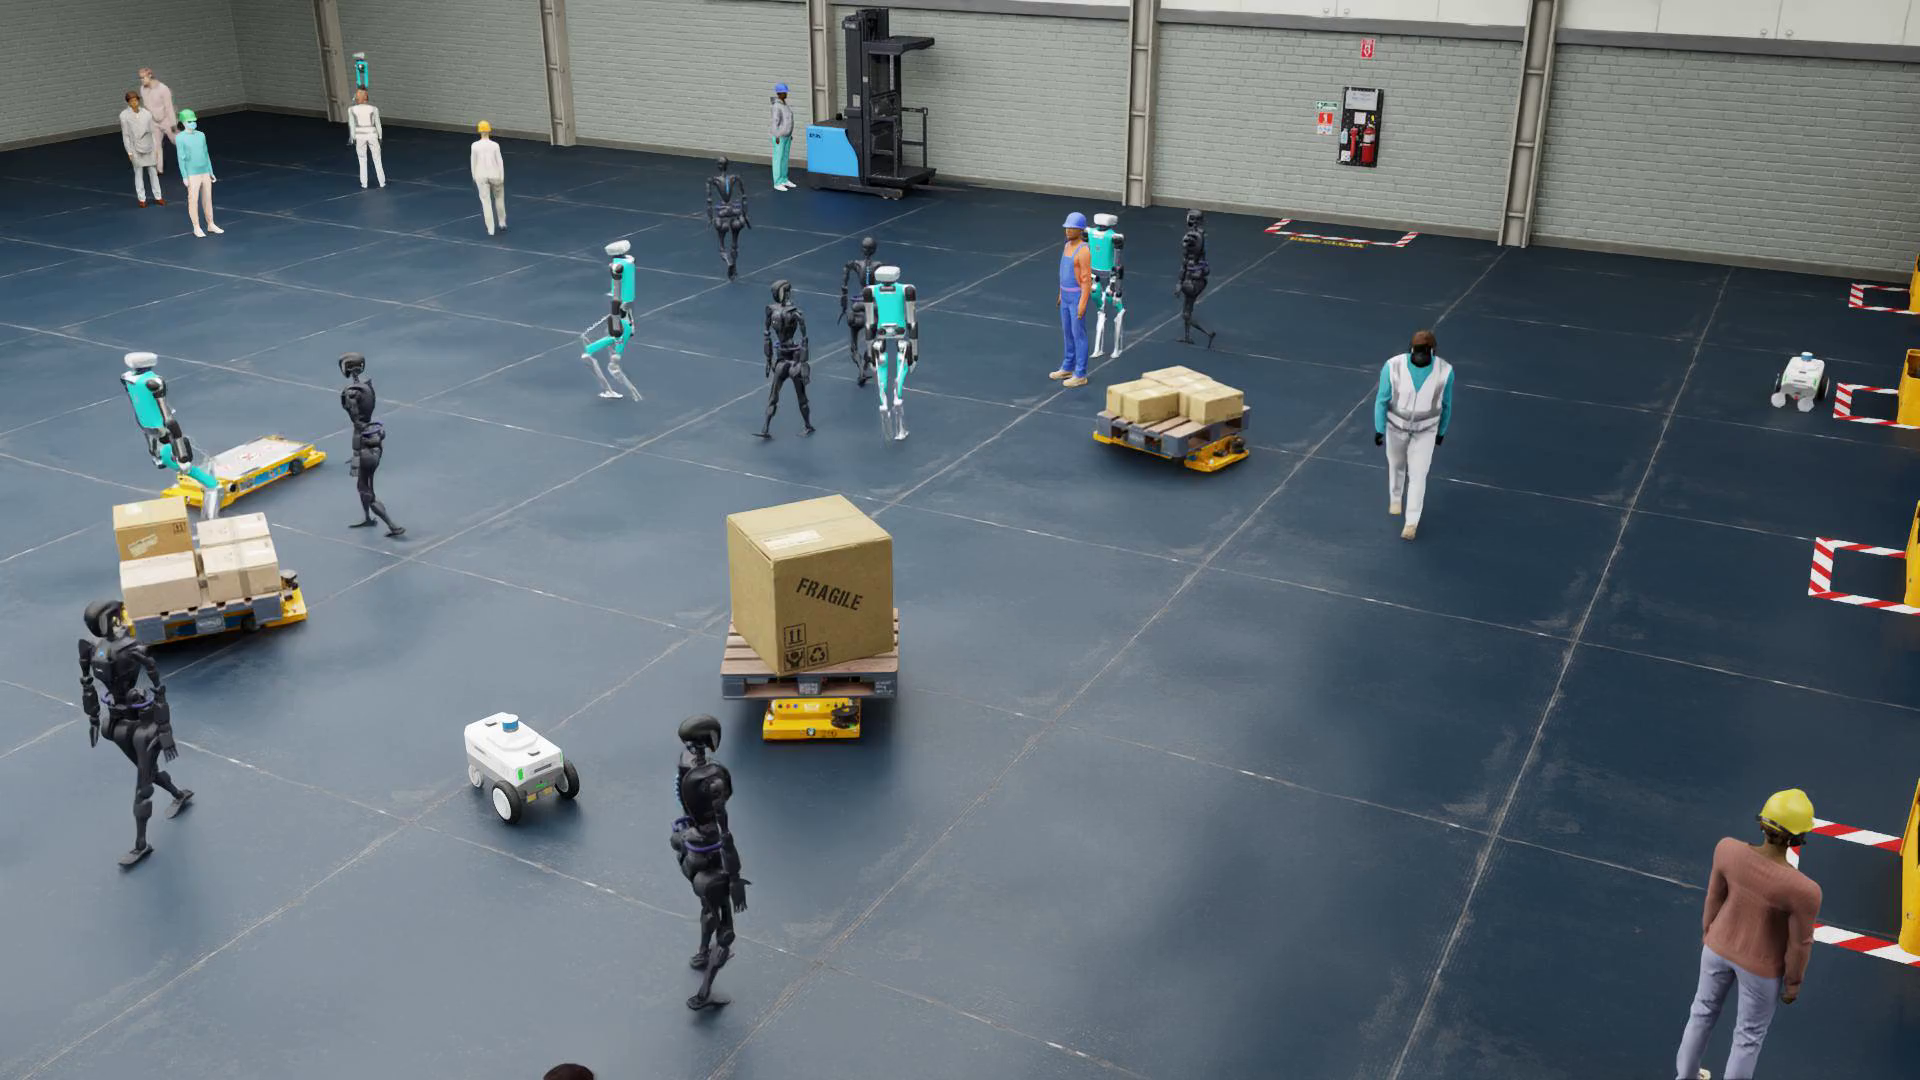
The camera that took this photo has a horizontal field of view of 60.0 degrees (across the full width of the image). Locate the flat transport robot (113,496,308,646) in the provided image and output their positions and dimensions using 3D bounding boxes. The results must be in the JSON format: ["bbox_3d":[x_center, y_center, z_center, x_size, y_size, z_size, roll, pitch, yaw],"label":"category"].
[{"bbox_3d":[-5.830,0.573,12.830,1.431,0.231,0.659,-11,26,-24],"label":"flat transport robot"}]

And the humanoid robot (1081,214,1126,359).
[{"bbox_3d":[1.743,-2.933,19.110,0.567,1.745,0.853,15,27,30],"label":"humanoid robot"}]

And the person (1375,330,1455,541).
[{"bbox_3d":[3.928,-0.968,14.487,0.623,1.799,0.945,7,24,17],"label":"person"}]

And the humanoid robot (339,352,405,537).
[{"bbox_3d":[-5.138,-0.807,14.315,0.539,1.642,0.615,-2,23,-6],"label":"humanoid robot"}]

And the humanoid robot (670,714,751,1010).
[{"bbox_3d":[-1.332,1.630,8.601,0.426,1.637,0.602,-13,27,-28],"label":"humanoid robot"}]

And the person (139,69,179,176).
[{"bbox_3d":[-14.053,-7.341,29.253,0.645,1.861,0.705,8,24,17],"label":"person"}]

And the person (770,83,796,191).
[{"bbox_3d":[-3.013,-6.838,28.173,0.357,1.778,0.534,8,25,19],"label":"person"}]

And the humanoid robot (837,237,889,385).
[{"bbox_3d":[-1.045,-2.508,18.248,0.613,1.637,0.492,-2,23,-5],"label":"humanoid robot"}]

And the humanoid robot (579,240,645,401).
[{"bbox_3d":[-3.718,-2.265,17.599,0.835,1.802,0.545,3,23,7],"label":"humanoid robot"}]

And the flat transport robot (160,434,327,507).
[{"bbox_3d":[-6.741,-0.654,15.686,0.659,0.231,1.431,9,25,20],"label":"flat transport robot"}]

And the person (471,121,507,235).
[{"bbox_3d":[-7.146,-5.504,25.209,0.468,1.665,0.771,-6,24,-14],"label":"person"}]

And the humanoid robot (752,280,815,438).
[{"bbox_3d":[-1.739,-1.773,16.546,0.589,1.629,0.713,15,28,32],"label":"humanoid robot"}]

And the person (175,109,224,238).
[{"bbox_3d":[-11.443,-5.505,24.945,0.351,1.875,0.508,14,27,29],"label":"person"}]

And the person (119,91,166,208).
[{"bbox_3d":[-13.229,-6.317,26.894,0.503,1.832,0.366,-17,29,-34],"label":"person"}]

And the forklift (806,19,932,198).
[{"bbox_3d":[-1.573,-7.292,27.850,1.873,2.768,1.129,12,26,25],"label":"forklift"}]

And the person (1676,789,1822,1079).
[{"bbox_3d":[3.696,1.938,7.765,0.345,1.756,0.516,-16,28,-33],"label":"person"}]

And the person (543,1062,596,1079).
[{"bbox_3d":[-1.336,2.643,5.923,0.375,1.916,0.595,15,27,31],"label":"person"}]

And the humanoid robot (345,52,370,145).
[{"bbox_3d":[-11.726,-8.447,32.091,0.788,1.863,0.558,-5,24,-11],"label":"humanoid robot"}]

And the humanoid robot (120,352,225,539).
[{"bbox_3d":[-6.582,-0.776,14.137,0.564,1.805,0.724,16,28,32],"label":"humanoid robot"}]

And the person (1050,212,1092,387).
[{"bbox_3d":[1.242,-2.644,18.238,0.354,1.911,0.531,-10,25,-23],"label":"person"}]

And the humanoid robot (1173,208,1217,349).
[{"bbox_3d":[2.818,-3.086,19.581,0.595,1.631,0.608,15,27,30],"label":"humanoid robot"}]

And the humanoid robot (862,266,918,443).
[{"bbox_3d":[-0.708,-1.698,16.394,0.563,1.894,0.741,3,23,6],"label":"humanoid robot"}]

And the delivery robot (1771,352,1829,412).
[{"bbox_3d":[8.996,-1.719,17.775,0.511,0.573,0.738,13,26,28],"label":"delivery robot"}]

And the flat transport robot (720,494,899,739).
[{"bbox_3d":[-1.043,0.992,11.854,0.659,0.231,1.431,-1,23,-2],"label":"flat transport robot"}]

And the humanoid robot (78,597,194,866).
[{"bbox_3d":[-4.954,1.074,9.940,0.611,1.624,0.795,6,24,14],"label":"humanoid robot"}]

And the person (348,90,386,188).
[{"bbox_3d":[-10.099,-6.827,28.333,0.507,1.630,0.314,-6,24,-14],"label":"person"}]

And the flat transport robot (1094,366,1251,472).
[{"bbox_3d":[2.090,-0.992,16.472,1.431,0.231,0.659,20,30,39],"label":"flat transport robot"}]

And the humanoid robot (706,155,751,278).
[{"bbox_3d":[-3.120,-4.378,22.579,0.615,1.632,0.581,-10,25,-21],"label":"humanoid robot"}]

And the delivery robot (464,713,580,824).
[{"bbox_3d":[-2.813,1.398,10.542,0.499,0.592,0.774,-21,31,-40],"label":"delivery robot"}]
